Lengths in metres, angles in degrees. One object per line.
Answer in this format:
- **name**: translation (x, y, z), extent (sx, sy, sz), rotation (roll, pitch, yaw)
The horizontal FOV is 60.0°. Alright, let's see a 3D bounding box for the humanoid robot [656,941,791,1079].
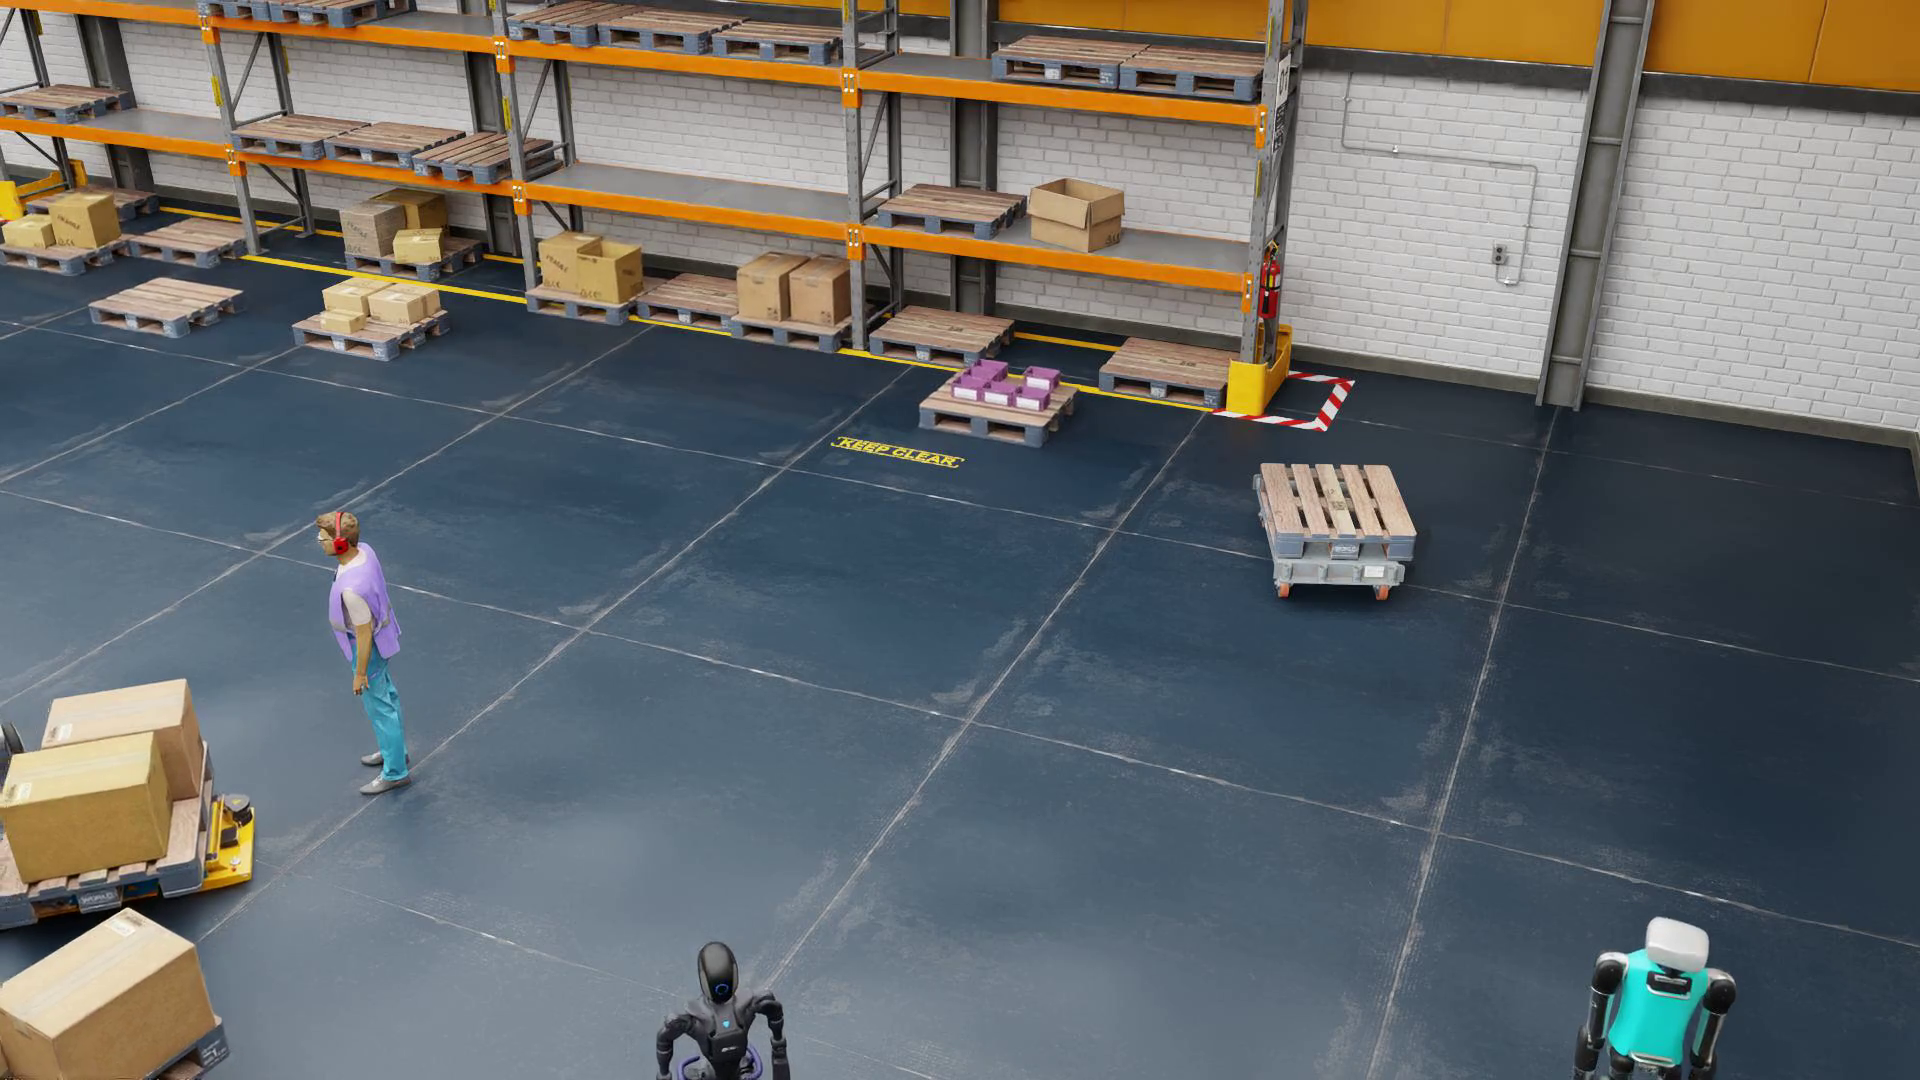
- **humanoid robot**: translation (-0.968, 2.331, 6.875), extent (0.593, 1.645, 0.367), rotation (-11, 29, -21)

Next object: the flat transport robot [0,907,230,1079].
- **flat transport robot**: translation (-4.192, 2.669, 7.756), extent (1.431, 0.231, 0.659), rotation (16, 31, 28)

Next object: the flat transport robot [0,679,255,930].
- **flat transport robot**: translation (-4.775, 1.817, 9.409), extent (1.431, 0.231, 0.659), rotation (-9, 29, -17)

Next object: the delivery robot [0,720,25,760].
- **delivery robot**: translation (-6.217, 1.155, 10.367), extent (0.518, 0.582, 0.744), rotation (-22, 35, -37)

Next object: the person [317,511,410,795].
- **person**: translation (-3.533, 0.661, 9.930), extent (0.391, 1.846, 0.563), rotation (-7, 28, -13)

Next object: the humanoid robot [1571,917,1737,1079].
- **humanoid robot**: translation (2.719, 2.453, 6.679), extent (0.540, 1.872, 0.740), rotation (6, 28, 12)
